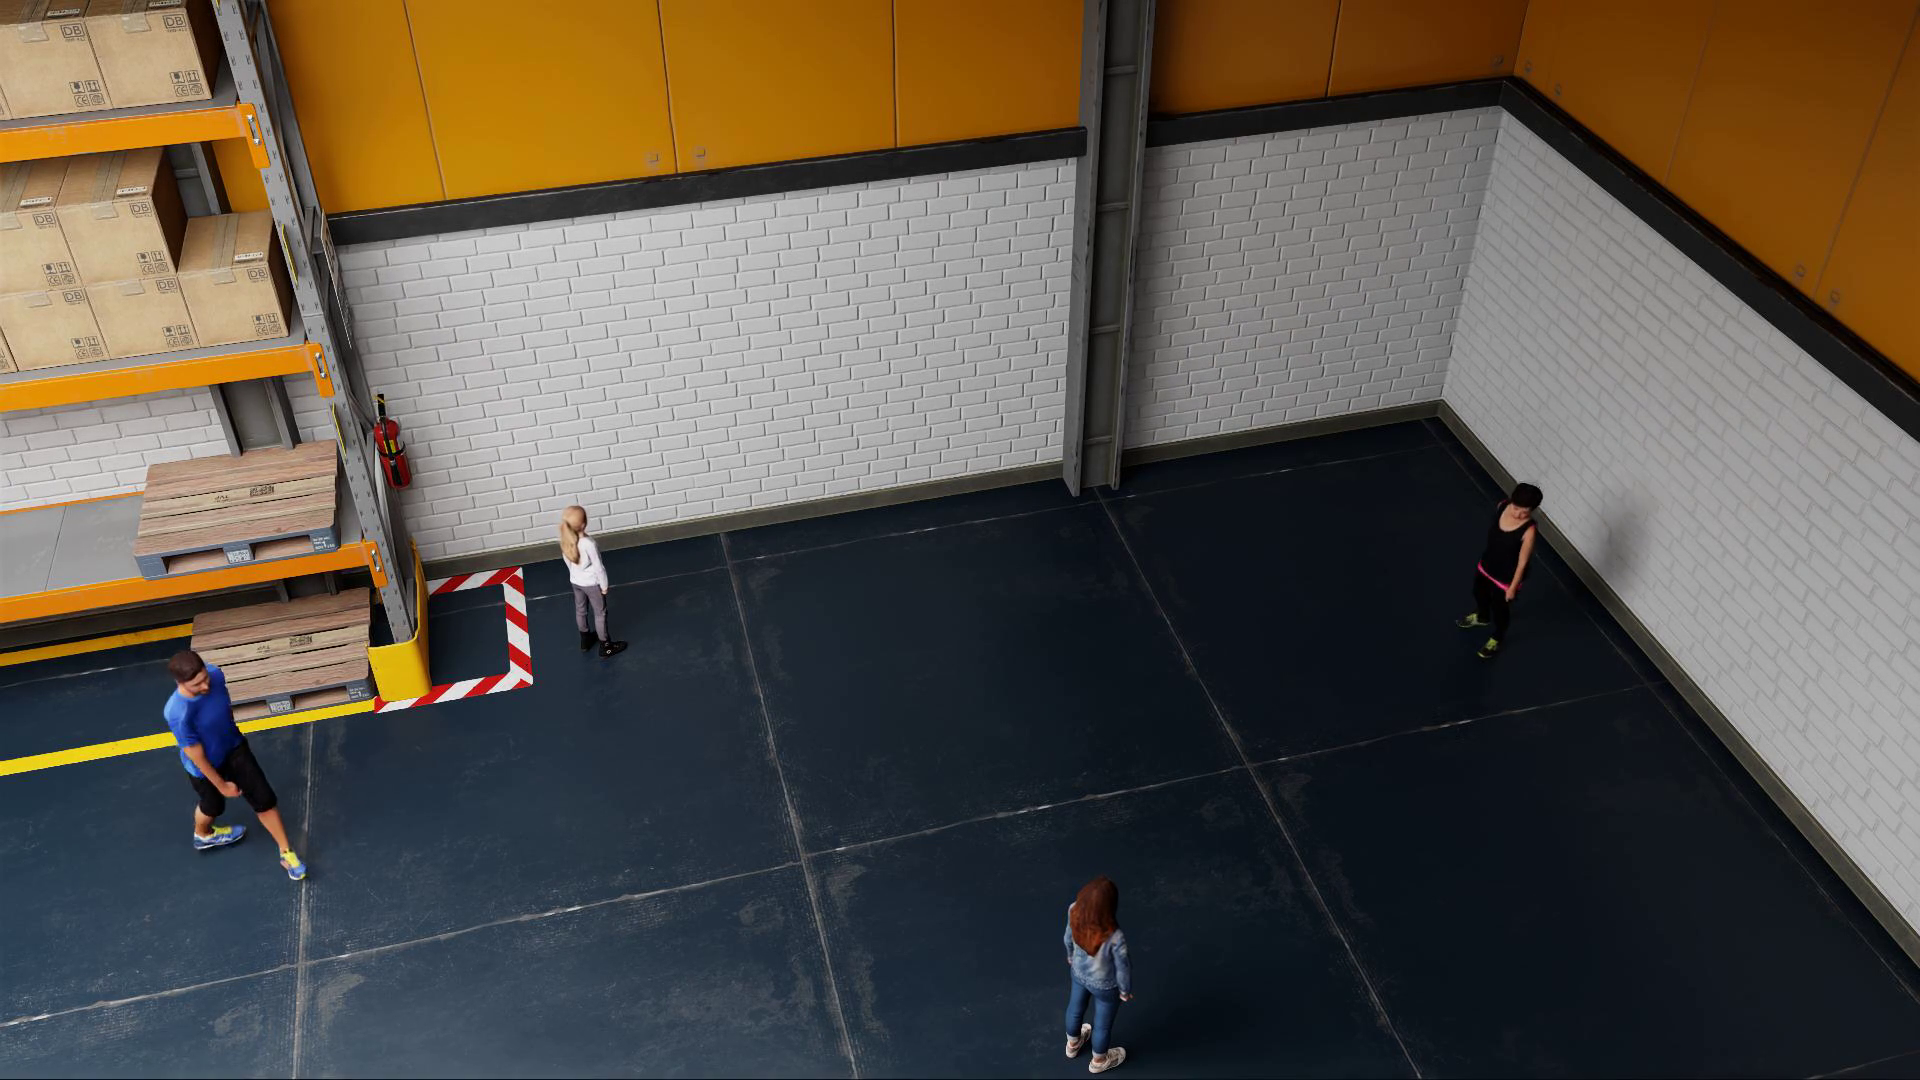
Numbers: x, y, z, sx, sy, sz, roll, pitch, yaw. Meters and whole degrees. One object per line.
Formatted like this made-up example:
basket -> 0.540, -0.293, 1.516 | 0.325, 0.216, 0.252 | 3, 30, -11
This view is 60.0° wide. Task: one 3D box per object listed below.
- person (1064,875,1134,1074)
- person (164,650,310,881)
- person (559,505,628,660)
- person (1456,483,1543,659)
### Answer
person -> 0.719, 2.297, 8.818 | 0.647, 1.477, 0.665 | 30, 47, 32
person -> -4.450, 1.271, 9.834 | 1.167, 1.812, 1.054 | 10, 40, 12
person -> -2.586, 0.280, 11.503 | 0.585, 1.277, 0.642 | 21, 43, 25
person -> 3.766, 0.169, 11.451 | 0.633, 1.516, 0.697 | -6, 39, -7
